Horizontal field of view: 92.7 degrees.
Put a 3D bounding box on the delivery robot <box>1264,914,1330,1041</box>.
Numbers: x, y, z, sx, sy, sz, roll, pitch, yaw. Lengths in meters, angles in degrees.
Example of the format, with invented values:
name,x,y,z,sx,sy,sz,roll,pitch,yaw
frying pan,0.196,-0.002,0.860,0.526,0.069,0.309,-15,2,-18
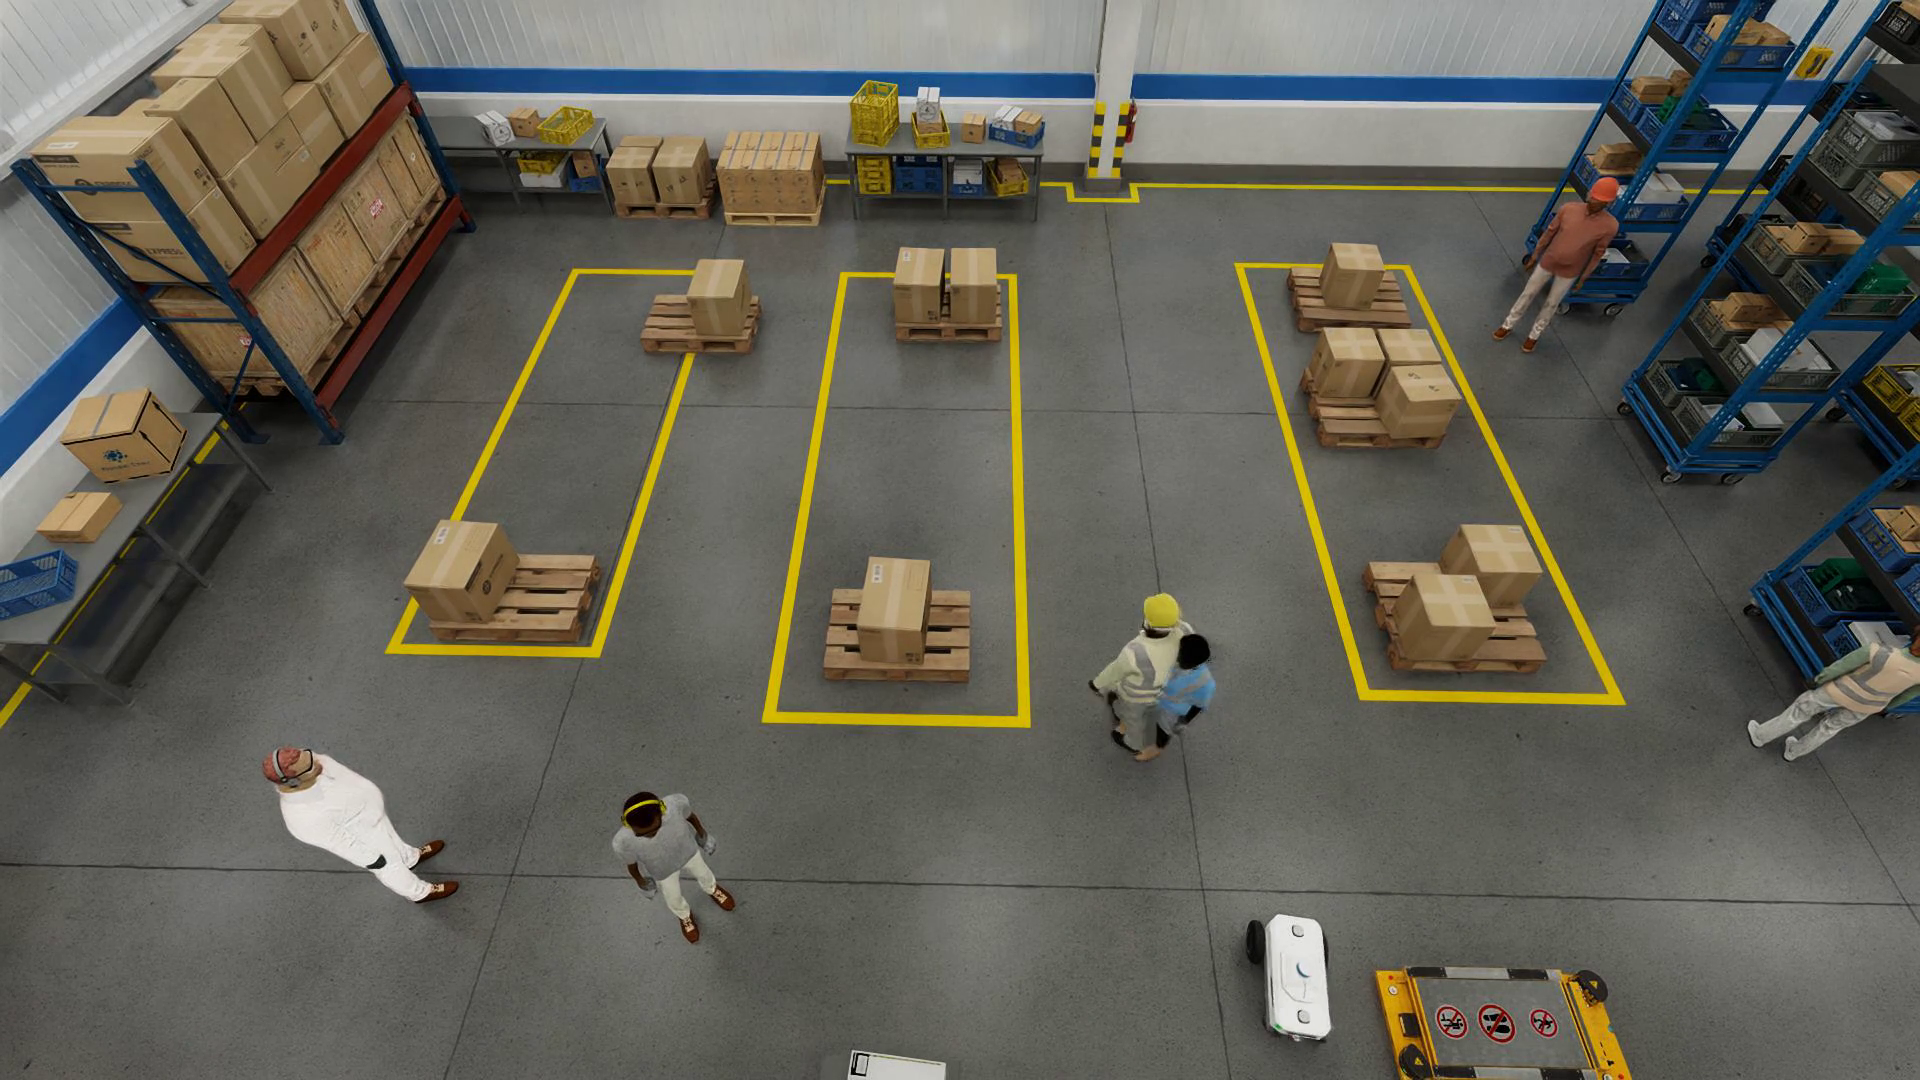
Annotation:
name,x,y,z,sx,sy,sz,roll,pitch,yaw
delivery robot,2.174,2.827,5.923,0.477,0.478,0.707,7,51,6

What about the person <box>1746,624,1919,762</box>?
name,x,y,z,sx,sy,sz,roll,pitch,yaw
person,6.495,1.130,6.675,0.524,1.630,0.324,21,54,16

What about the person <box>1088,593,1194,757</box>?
name,x,y,z,sx,sy,sz,roll,pitch,yaw
person,1.276,0.972,6.688,0.625,1.807,0.586,-31,57,-23

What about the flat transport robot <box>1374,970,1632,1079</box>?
name,x,y,z,sx,sy,sz,roll,pitch,yaw
flat transport robot,3.501,3.133,5.914,1.431,0.197,0.652,1,51,1

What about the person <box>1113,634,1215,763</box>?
name,x,y,z,sx,sy,sz,roll,pitch,yaw
person,1.488,1.115,6.658,0.374,1.672,0.629,-27,56,-21

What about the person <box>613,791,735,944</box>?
name,x,y,z,sx,sy,sz,roll,pitch,yaw
person,-1.796,2.030,5.792,0.533,1.864,0.310,-37,60,-26

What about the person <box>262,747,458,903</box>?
name,x,y,z,sx,sy,sz,roll,pitch,yaw
person,-3.866,1.828,5.931,0.409,1.908,0.640,-27,56,-20

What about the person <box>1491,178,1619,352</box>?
name,x,y,z,sx,sy,sz,roll,pitch,yaw
person,6.371,-2.890,9.726,0.654,1.988,0.411,36,59,26
